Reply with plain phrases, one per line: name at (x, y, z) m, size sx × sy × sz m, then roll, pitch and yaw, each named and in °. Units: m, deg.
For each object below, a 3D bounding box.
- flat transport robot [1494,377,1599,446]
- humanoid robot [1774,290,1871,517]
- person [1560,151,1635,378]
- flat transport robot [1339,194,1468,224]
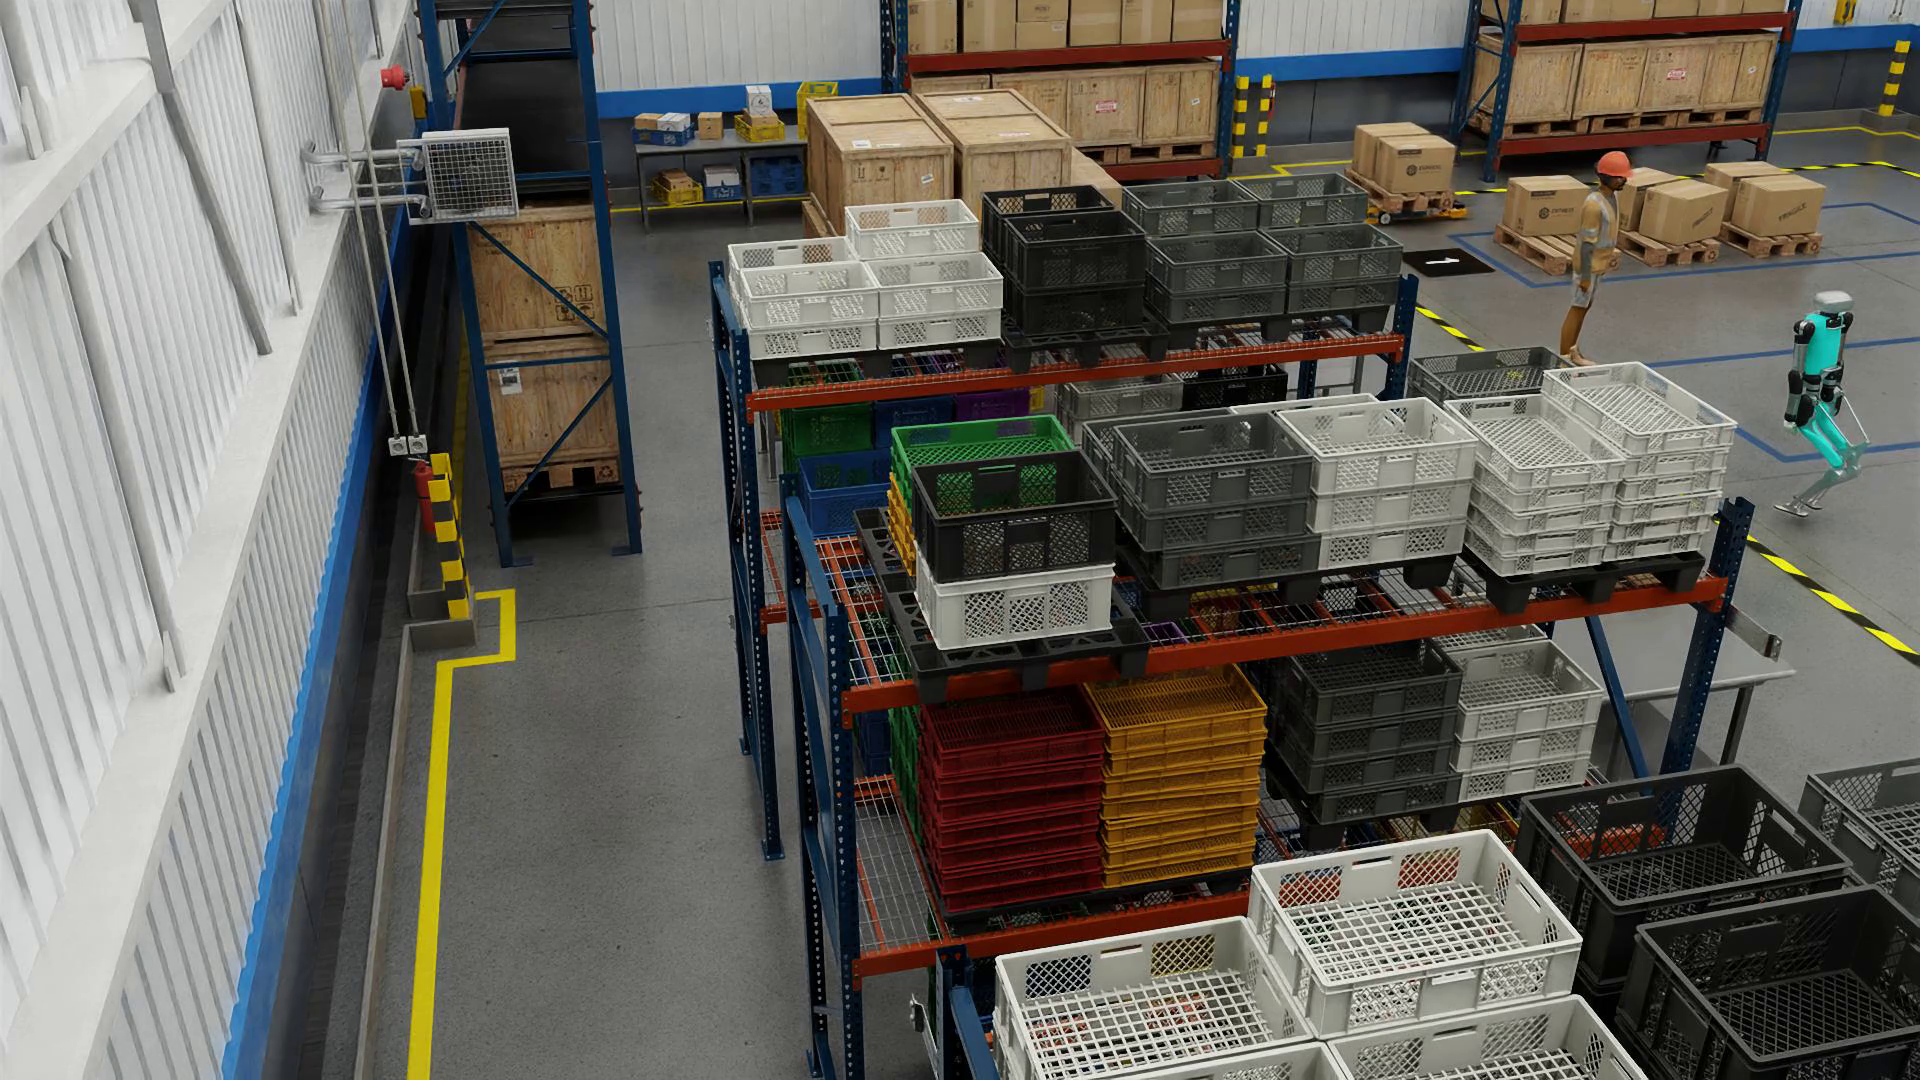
flat transport robot at (4.780, -1.036, 14.013) m, size 0.659 × 0.231 × 1.431 m, roll -6°, pitch 28°, yaw -12°
humanoid robot at (6.365, -0.938, 12.106) m, size 0.533 × 1.677 × 0.735 m, roll -14°, pitch 31°, yaw -25°
person at (5.636, -2.441, 14.775) m, size 0.382 × 2.045 × 0.604 m, roll 17°, pitch 32°, yaw 30°
flat transport robot at (5.131, -3.914, 19.442) m, size 1.431 × 0.197 × 0.652 m, roll -6°, pitch 28°, yaw -12°
